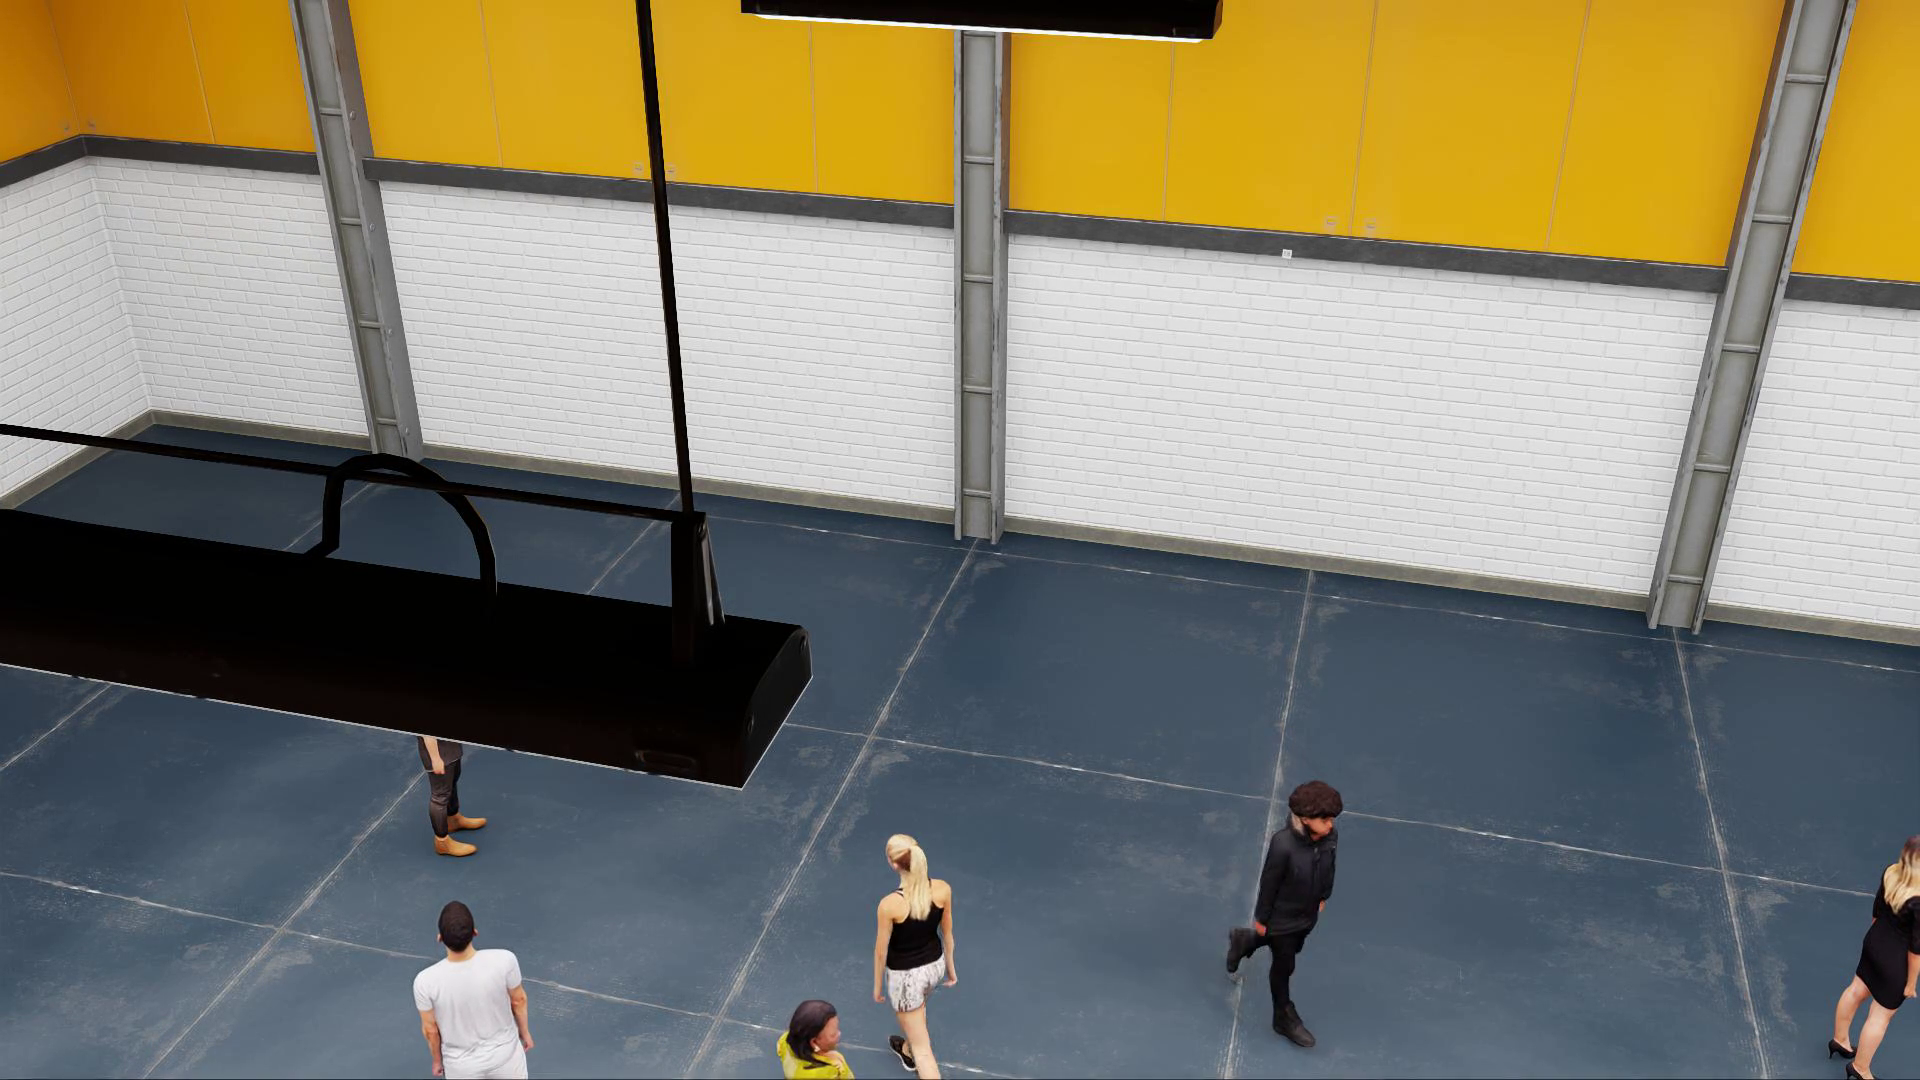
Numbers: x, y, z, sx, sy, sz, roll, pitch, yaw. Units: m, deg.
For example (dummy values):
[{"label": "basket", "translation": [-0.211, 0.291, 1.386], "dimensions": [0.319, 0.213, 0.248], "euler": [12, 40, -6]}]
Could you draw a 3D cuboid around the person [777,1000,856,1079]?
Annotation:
[{"label": "person", "translation": [-0.698, 2.912, 8.150], "dimensions": [1.054, 1.658, 0.990], "euler": [-16, 33, -27]}]

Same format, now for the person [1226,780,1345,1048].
[{"label": "person", "translation": [1.854, 2.065, 9.606], "dimensions": [1.070, 1.740, 1.148], "euler": [-14, 32, -24]}]

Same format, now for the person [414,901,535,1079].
[{"label": "person", "translation": [-2.453, 2.596, 8.511], "dimensions": [0.736, 1.856, 0.825], "euler": [-12, 31, -20]}]

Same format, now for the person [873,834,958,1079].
[{"label": "person", "translation": [-0.201, 2.395, 8.932], "dimensions": [1.164, 1.805, 1.199], "euler": [-14, 31, -24]}]

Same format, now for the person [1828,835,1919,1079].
[{"label": "person", "translation": [5.138, 2.317, 9.210], "dimensions": [0.555, 1.677, 0.597], "euler": [-1, 29, -2]}]
